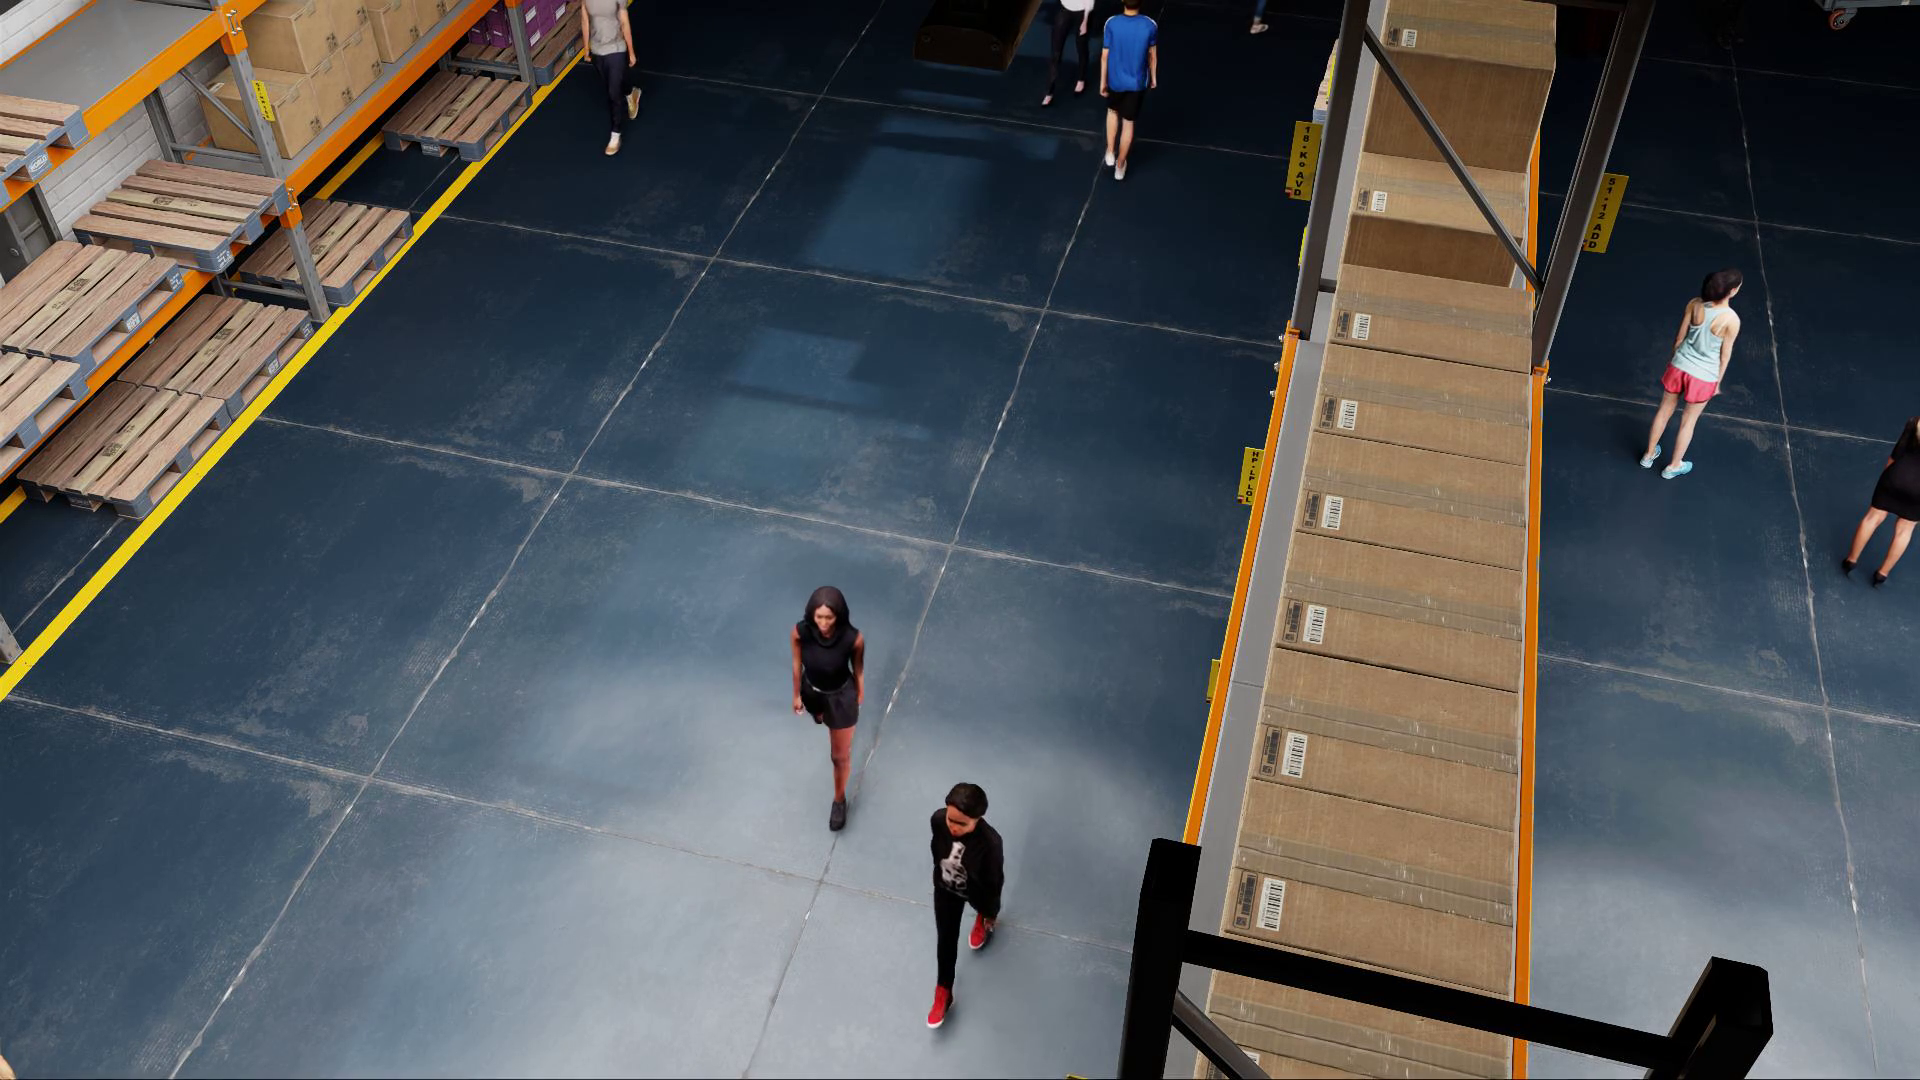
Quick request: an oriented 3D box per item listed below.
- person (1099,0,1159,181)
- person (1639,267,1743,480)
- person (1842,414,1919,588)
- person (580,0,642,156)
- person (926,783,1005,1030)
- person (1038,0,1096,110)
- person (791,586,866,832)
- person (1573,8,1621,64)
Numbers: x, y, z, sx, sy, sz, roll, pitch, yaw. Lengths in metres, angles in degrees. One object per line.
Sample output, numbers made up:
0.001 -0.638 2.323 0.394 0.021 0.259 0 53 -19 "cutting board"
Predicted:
1.502 -4.123 15.069 0.684 1.852 0.680 7 44 7 "person"
5.327 -1.216 12.075 0.722 1.771 0.683 -30 51 -28 "person"
6.413 -0.361 11.249 0.592 1.674 0.570 23 48 22 "person"
-3.259 -4.642 15.605 0.665 1.863 1.148 12 45 12 "person"
0.066 1.806 9.006 0.697 1.631 1.112 16 46 16 "person"
1.165 -5.099 16.182 0.750 1.730 1.040 20 47 20 "person"
-0.770 0.867 9.933 0.629 1.711 1.143 8 44 8 "person"
6.574 -5.666 16.758 0.749 1.756 0.739 -4 44 -4 "person"
